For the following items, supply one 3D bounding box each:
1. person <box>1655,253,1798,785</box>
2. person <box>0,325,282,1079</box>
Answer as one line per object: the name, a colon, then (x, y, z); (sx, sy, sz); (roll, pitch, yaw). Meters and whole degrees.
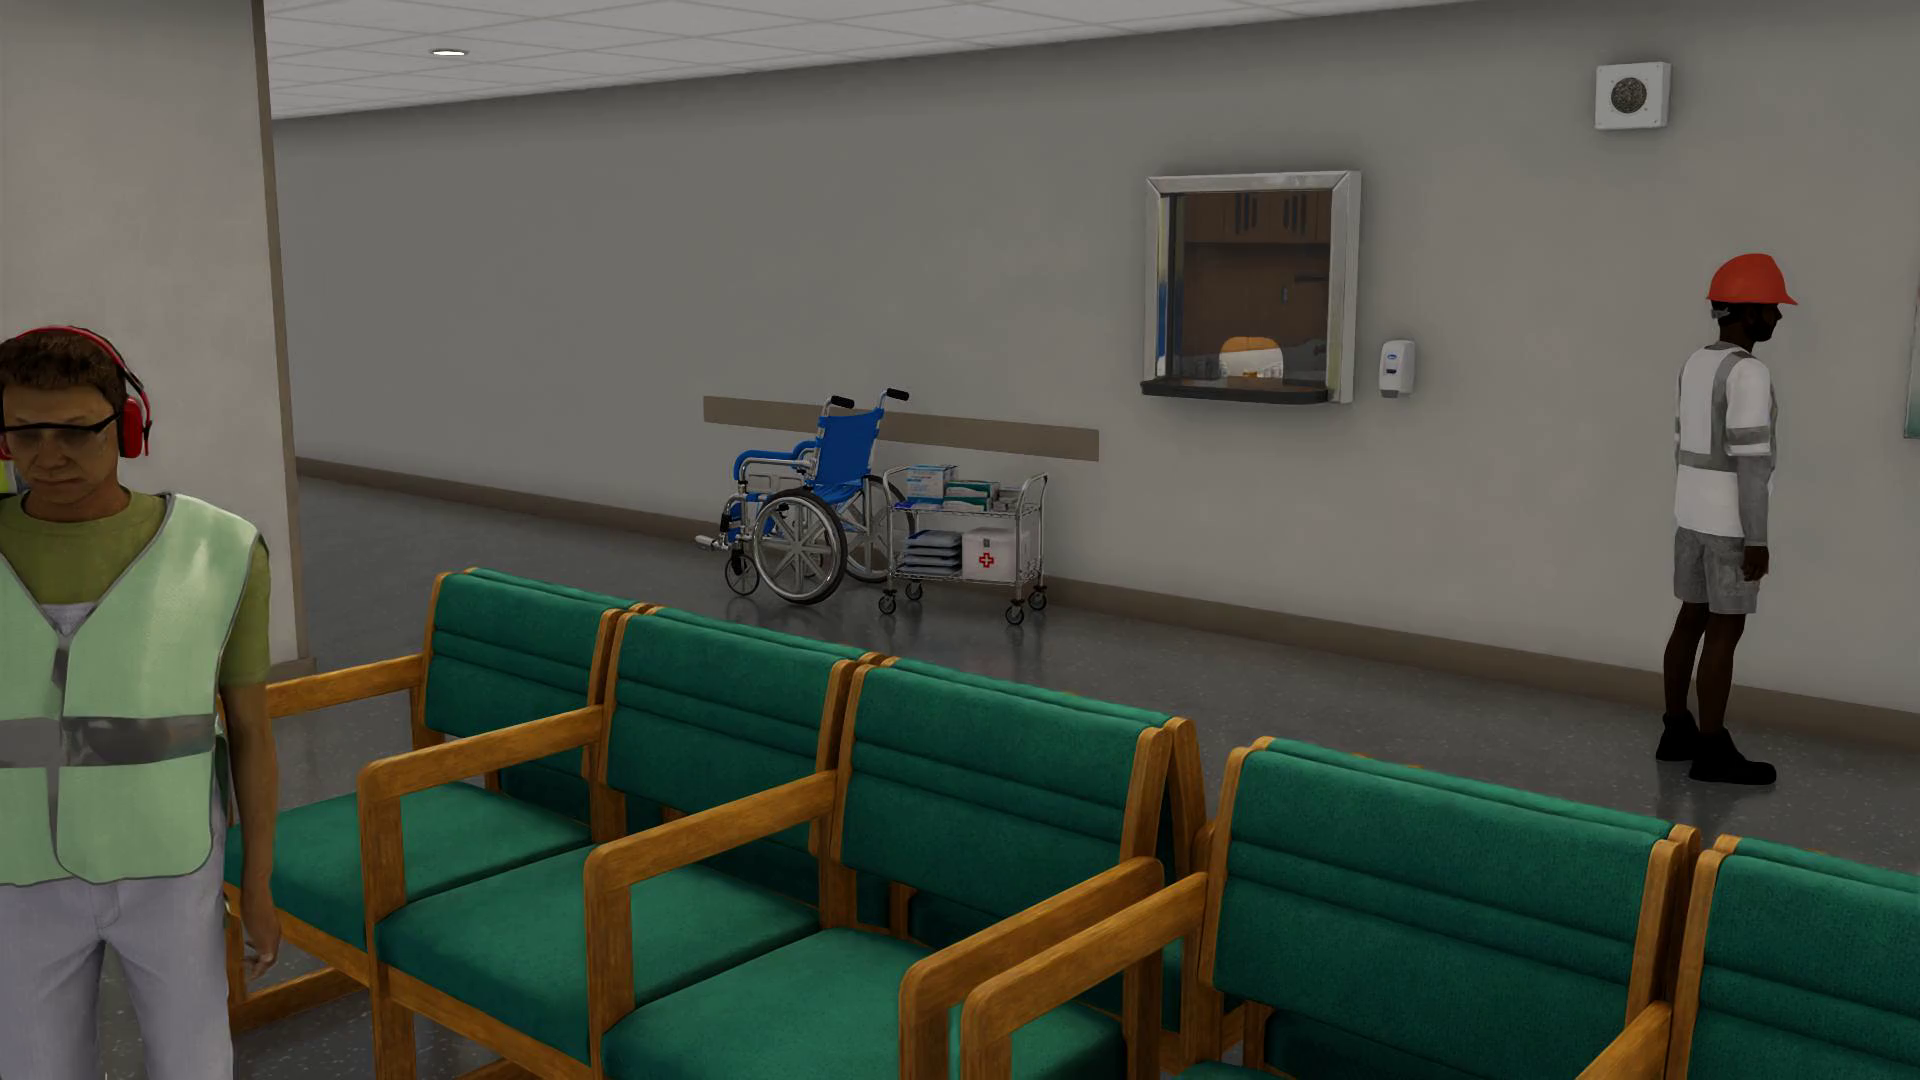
person: (2.835, -0.076, 6.143); (0.356, 1.938, 0.543); (0, 10, -3)
person: (-1.414, 0.567, 2.765); (0.564, 1.839, 0.390); (-3, 10, -16)
